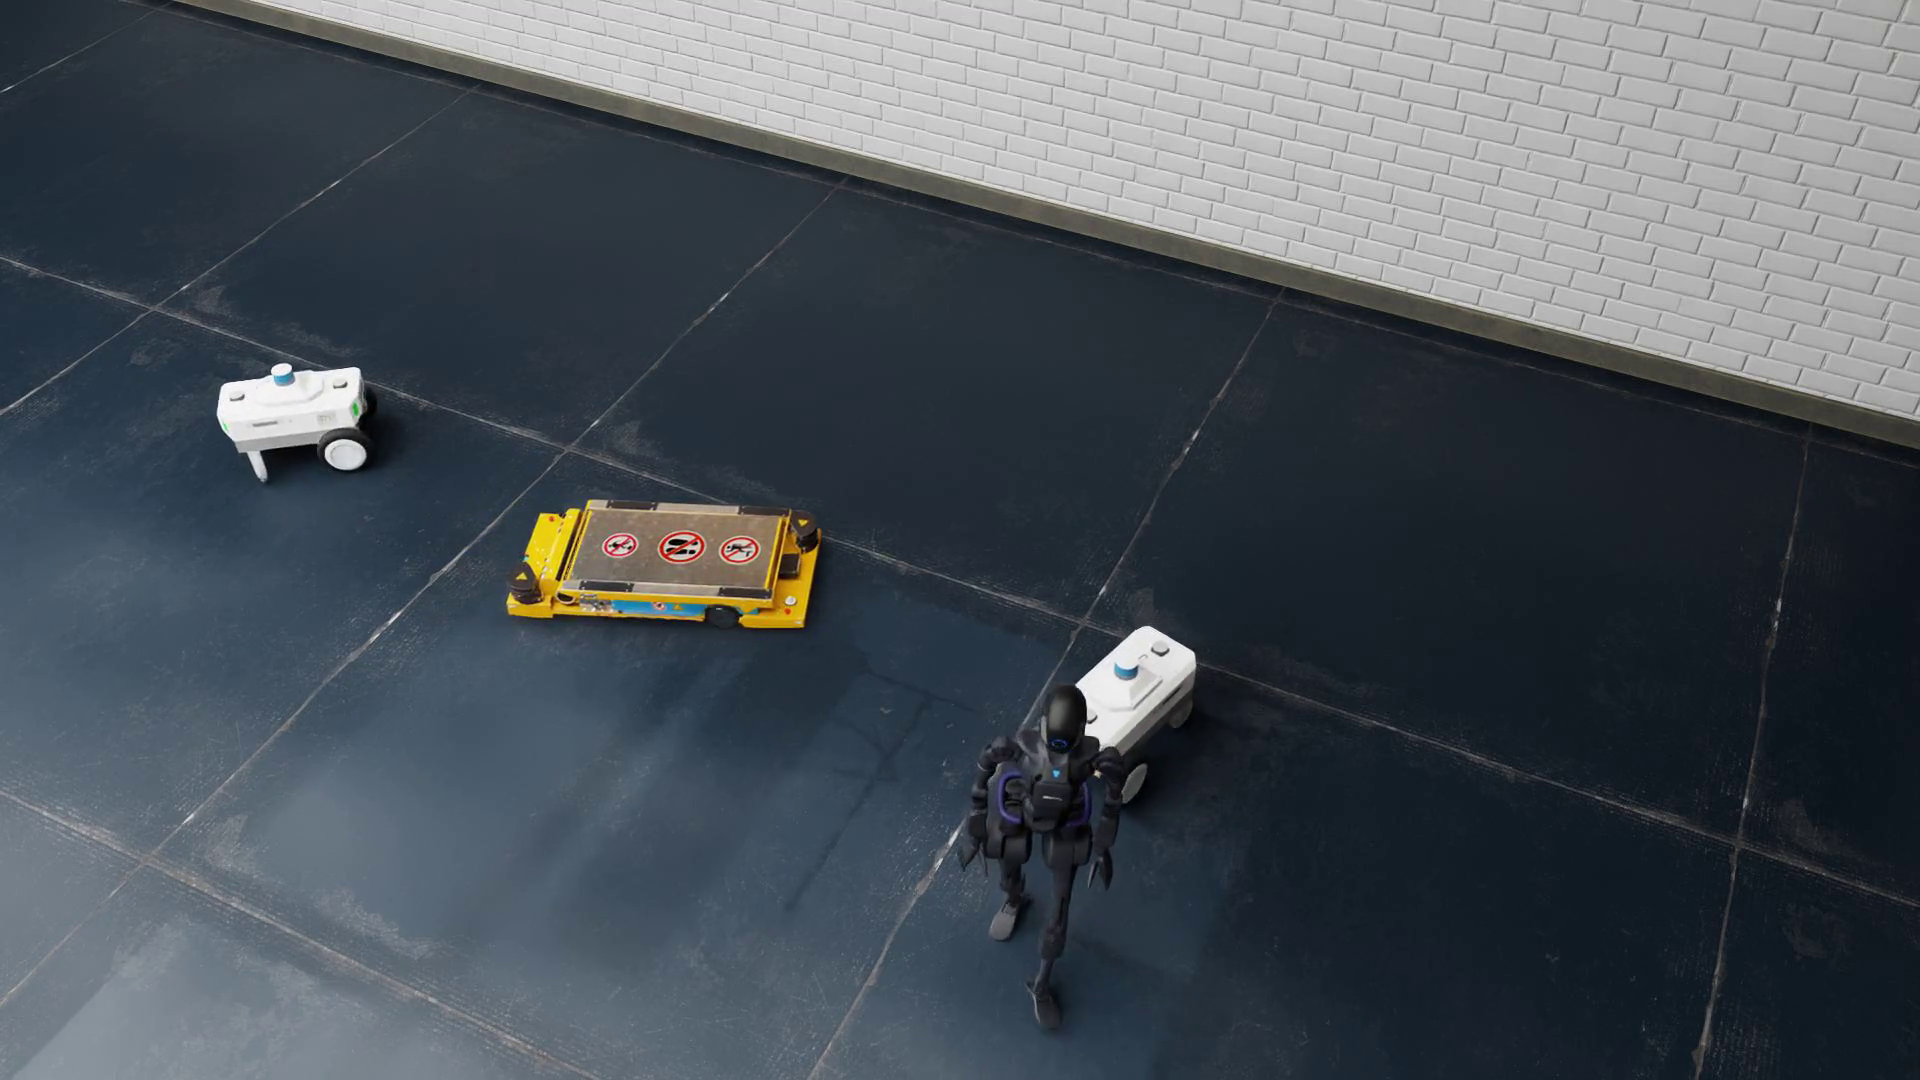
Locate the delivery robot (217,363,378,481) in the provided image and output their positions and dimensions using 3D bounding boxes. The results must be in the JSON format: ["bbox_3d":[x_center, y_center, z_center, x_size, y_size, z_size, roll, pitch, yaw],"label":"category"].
[{"bbox_3d":[-3.463,-0.658,8.755,0.766,0.594,0.520,-8,43,-9],"label":"delivery robot"}]

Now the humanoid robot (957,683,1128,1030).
[{"bbox_3d":[0.284,1.089,6.058,0.599,1.623,0.687,1,43,1],"label":"humanoid robot"}]

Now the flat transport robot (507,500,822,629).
[{"bbox_3d":[-1.430,0.116,8.130,1.431,0.231,0.659,3,43,3],"label":"flat transport robot"}]

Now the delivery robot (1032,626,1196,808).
[{"bbox_3d":[0.705,0.719,7.246,0.499,0.563,0.738,31,51,29],"label":"delivery robot"}]
